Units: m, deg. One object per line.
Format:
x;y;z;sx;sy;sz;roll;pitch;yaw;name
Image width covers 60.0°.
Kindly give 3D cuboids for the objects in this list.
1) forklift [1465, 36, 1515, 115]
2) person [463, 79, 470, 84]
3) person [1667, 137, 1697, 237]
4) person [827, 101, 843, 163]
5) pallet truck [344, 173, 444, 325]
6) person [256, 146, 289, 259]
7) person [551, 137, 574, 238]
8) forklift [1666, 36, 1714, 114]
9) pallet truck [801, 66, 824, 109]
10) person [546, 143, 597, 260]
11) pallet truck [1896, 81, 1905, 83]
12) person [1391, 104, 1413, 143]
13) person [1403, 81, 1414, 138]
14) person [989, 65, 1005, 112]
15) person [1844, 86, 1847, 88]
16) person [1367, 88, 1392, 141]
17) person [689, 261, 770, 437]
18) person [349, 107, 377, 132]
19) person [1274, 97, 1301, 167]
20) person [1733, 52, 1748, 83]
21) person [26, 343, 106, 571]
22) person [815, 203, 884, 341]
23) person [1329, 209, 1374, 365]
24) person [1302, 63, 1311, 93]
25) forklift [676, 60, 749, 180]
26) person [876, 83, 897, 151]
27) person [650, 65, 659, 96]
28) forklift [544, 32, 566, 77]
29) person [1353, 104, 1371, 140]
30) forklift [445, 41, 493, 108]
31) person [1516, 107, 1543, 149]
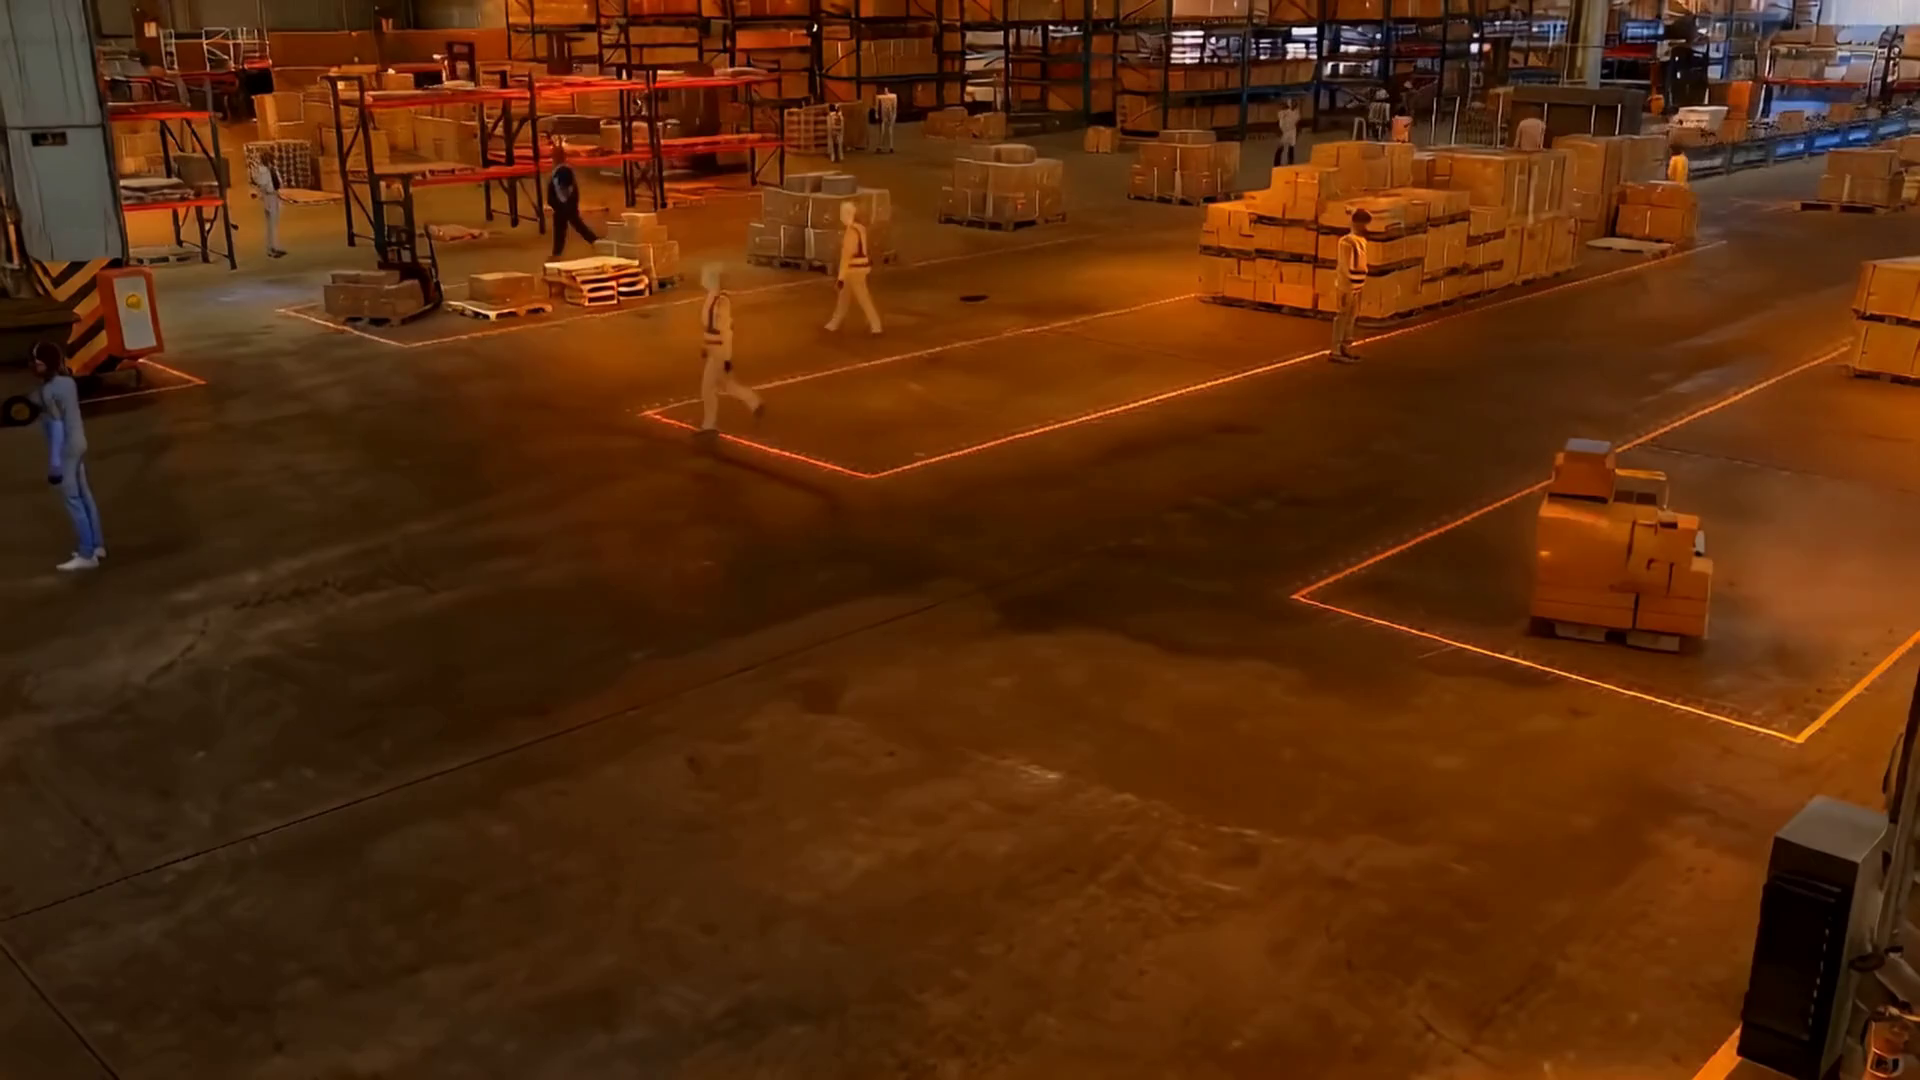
19.973;-17.201;61.605;1.873;2.768;1.129;16;24;40;forklift
-16.317;-14.502;55.387;0.861;1.657;0.539;9;20;25;person
13.451;-6.580;31.179;0.551;1.891;1.015;-13;22;-34;person
-3.355;-10.985;44.816;0.512;1.641;0.307;-15;24;-39;person
-8.209;-4.181;23.757;0.823;1.965;1.885;3;19;9;pallet truck
-11.993;-5.873;28.971;0.380;1.922;0.591;0;18;-1;person
-7.515;-6.639;31.365;0.329;1.871;0.513;-4;19;-12;person
27.341;-17.291;61.877;1.129;2.768;1.873;17;25;41;forklift
-4.812;-15.182;56.903;0.823;1.965;1.885;-9;21;-26;pallet truck
-6.730;-5.885;28.824;0.931;2.000;0.691;-1;18;-3;person
34.802;-16.331;61.455;0.653;1.274;1.630;17;25;41;pallet truck
11.539;-10.567;43.503;0.540;1.682;0.626;5;19;15;person
13.993;-13.484;52.190;0.730;1.737;0.540;-9;21;-26;person
1.363;-16.182;60.132;0.634;1.896;0.962;0;18;-1;person
32.314;-16.447;61.029;0.608;1.781;0.927;-9;20;-26;person
11.082;-10.916;44.000;0.615;2.026;0.573;5;19;16;person
-2.450;-2.007;17.432;0.817;1.855;0.569;-5;19;-13;person
-15.054;-10.145;42.060;0.627;1.791;0.976;-5;19;-14;person
8.367;-10.411;42.681;0.627;1.918;0.913;-3;19;-10;person
35.557;-21.333;75.815;0.536;1.749;0.418;17;25;41;person
-7.216;-0.672;13.396;0.328;1.865;0.521;-2;18;-6;person
-1.470;-3.567;22.179;0.994;1.822;0.600;2;19;7;person
4.915;-3.173;20.823;0.425;1.938;0.603;12;22;31;person
14.204;-18.701;68.075;0.279;1.633;0.499;16;24;40;person
-6.316;-10.476;41.343;1.129;2.768;1.873;17;25;41;forklift
-2.124;-12.283;48.271;0.627;1.934;0.371;-1;18;-4;person
-11.893;-17.516;64.407;0.319;1.696;0.532;17;25;41;person
-16.496;-19.296;67.919;1.129;2.768;1.873;17;25;41;forklift
9.770;-9.526;40.044;0.825;1.888;0.597;5;19;14;person
-16.757;-15.402;56.186;1.873;2.768;1.129;17;25;41;forklift
13.324;-9.218;39.106;0.665;1.885;0.432;-4;19;-10;person
